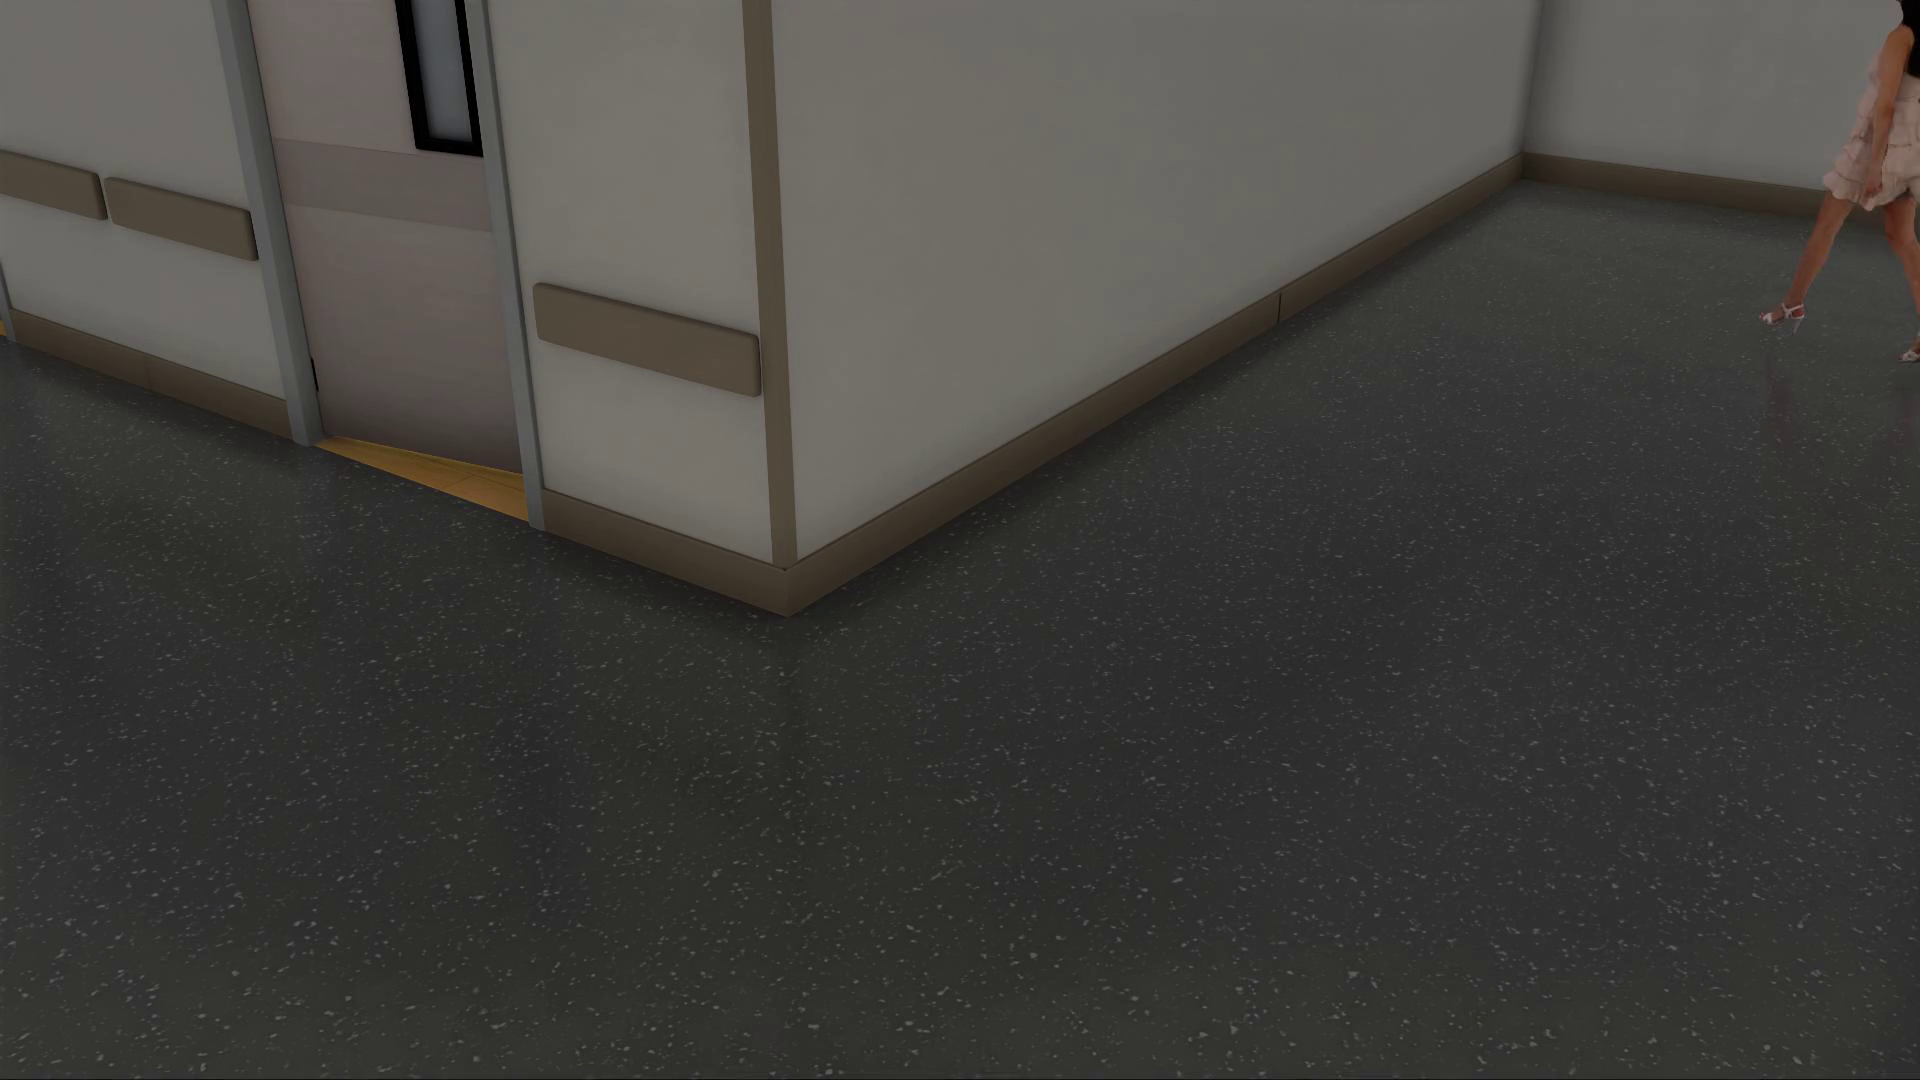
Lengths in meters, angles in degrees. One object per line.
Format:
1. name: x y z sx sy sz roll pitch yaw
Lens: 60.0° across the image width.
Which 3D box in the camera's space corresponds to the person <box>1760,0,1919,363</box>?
1. person: 3.942 -1.542 6.916 1.076 1.694 0.956 -13 29 -25
